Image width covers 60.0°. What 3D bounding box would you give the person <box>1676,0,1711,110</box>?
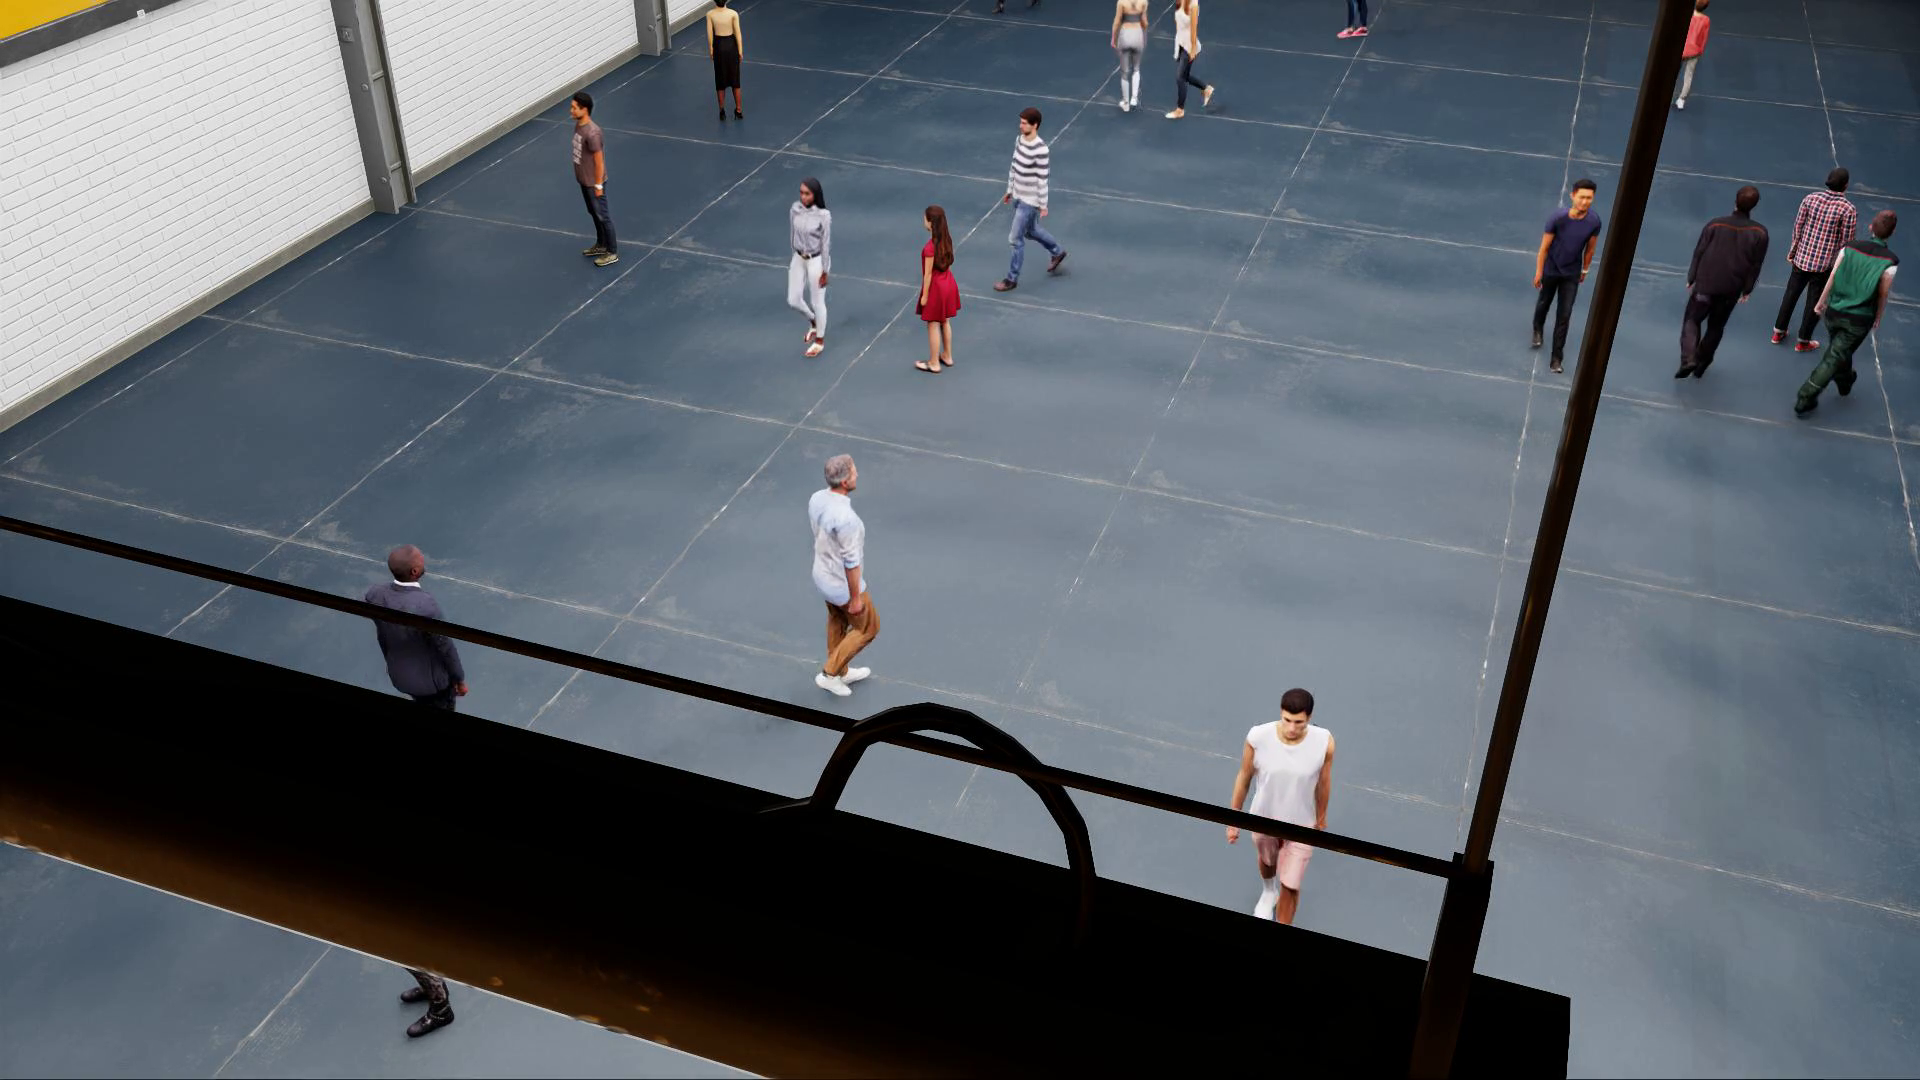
[{"bbox_3d":[9.197,-6.139,20.965,0.586,1.389,0.889,7,34,10],"label":"person"}]

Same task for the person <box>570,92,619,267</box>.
[{"bbox_3d":[-3.727,-3.684,16.921,0.744,1.778,0.714,-20,38,-27],"label":"person"}]

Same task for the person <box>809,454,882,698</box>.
[{"bbox_3d":[-0.844,0.280,10.923,0.905,1.818,0.854,-17,37,-24],"label":"person"}]

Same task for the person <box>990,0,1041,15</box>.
[{"bbox_3d":[0.849,-8.550,24.385,1.038,1.620,1.070,-9,35,-13],"label":"person"}]

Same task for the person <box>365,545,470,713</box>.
[{"bbox_3d":[-3.300,0.848,10.076,0.739,1.807,0.738,15,37,22],"label":"person"}]

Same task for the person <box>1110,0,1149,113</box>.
[{"bbox_3d":[2.135,-6.174,20.744,0.671,1.692,0.688,-4,34,-6],"label":"person"}]

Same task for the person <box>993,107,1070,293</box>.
[{"bbox_3d":[0.748,-3.383,16.436,1.209,1.814,1.154,-14,36,-20],"label":"person"}]

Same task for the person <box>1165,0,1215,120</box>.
[{"bbox_3d":[2.888,-6.092,20.558,1.003,1.762,0.966,-13,36,-18],"label":"person"}]

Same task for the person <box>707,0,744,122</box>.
[{"bbox_3d":[-2.892,-5.999,20.516,0.636,1.653,0.640,-1,34,-1],"label":"person"}]

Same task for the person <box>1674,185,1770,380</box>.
[{"bbox_3d":[6.690,-2.201,14.651,0.724,1.822,0.901,10,35,15],"label":"person"}]

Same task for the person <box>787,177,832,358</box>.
[{"bbox_3d":[-1.318,-2.533,15.245,0.660,1.716,0.704,19,38,26],"label":"person"}]

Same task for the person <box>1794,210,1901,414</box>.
[{"bbox_3d":[7.559,-1.882,14.210,1.202,1.779,1.063,-22,39,-29],"label":"person"}]

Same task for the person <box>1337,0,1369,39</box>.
[{"bbox_3d":[5.710,-7.930,23.375,0.872,1.705,0.823,-12,35,-17],"label":"person"}]

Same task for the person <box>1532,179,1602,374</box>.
[{"bbox_3d":[5.446,-2.470,15.123,0.731,1.746,1.157,7,34,11],"label":"person"}]

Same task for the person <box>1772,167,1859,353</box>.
[{"bbox_3d":[7.876,-2.590,15.293,0.791,1.760,0.790,-27,42,-34],"label":"person"}]

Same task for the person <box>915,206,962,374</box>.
[{"bbox_3d":[-0.192,-2.267,14.995,0.666,1.551,0.596,19,38,26],"label":"person"}]

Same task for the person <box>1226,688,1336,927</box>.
[{"bbox_3d":[1.799,1.465,9.195,0.702,1.755,0.975,9,35,14],"label":"person"}]
